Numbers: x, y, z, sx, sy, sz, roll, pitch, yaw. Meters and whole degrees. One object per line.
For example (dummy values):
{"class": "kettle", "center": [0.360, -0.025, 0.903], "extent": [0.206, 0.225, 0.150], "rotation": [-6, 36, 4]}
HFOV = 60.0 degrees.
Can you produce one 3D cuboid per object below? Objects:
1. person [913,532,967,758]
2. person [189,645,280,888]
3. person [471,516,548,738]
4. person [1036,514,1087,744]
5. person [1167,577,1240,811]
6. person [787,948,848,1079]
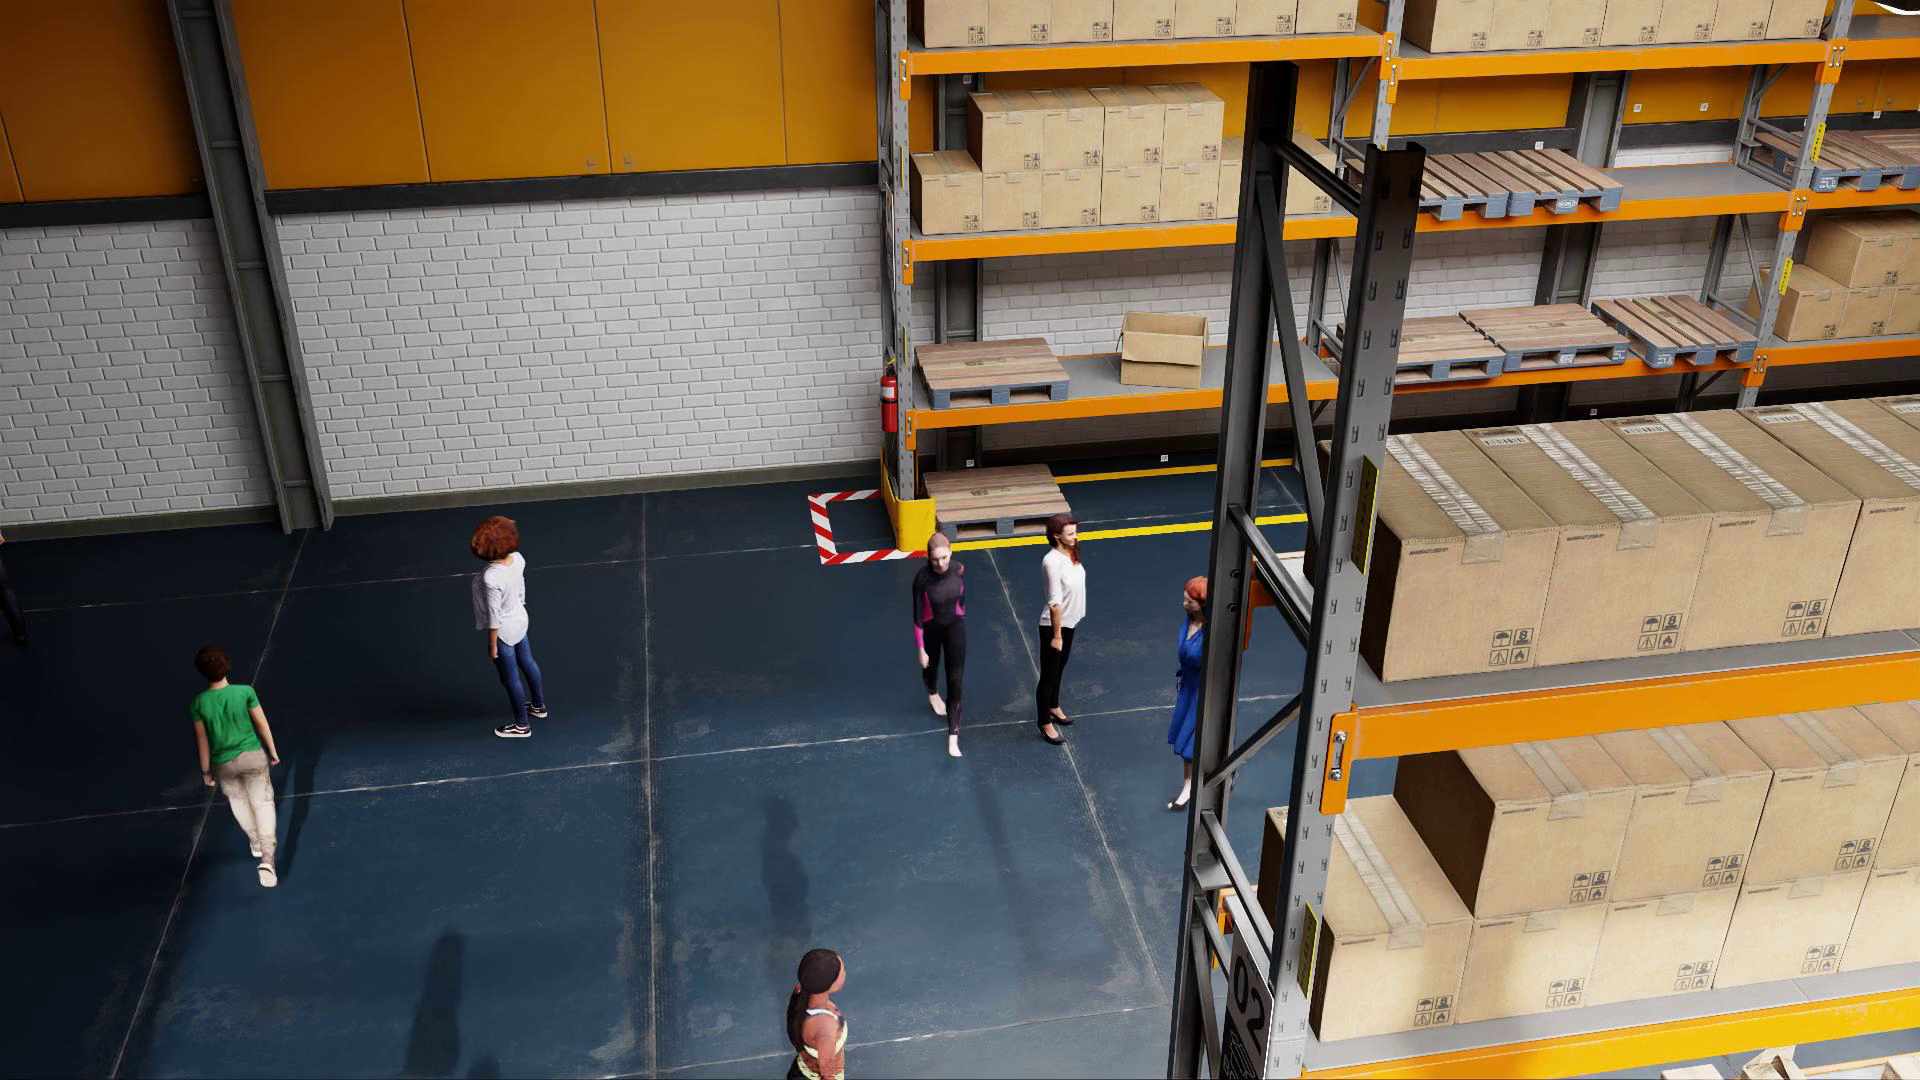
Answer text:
{"class": "person", "center": [-0.142, 0.649, 11.925], "extent": [1.045, 1.676, 0.689], "rotation": [-10, 30, -18]}
{"class": "person", "center": [-4.548, 1.449, 10.508], "extent": [1.033, 1.629, 0.833], "rotation": [-11, 31, -20]}
{"class": "person", "center": [-3.240, 0.612, 11.954], "extent": [0.759, 1.714, 0.748], "rotation": [8, 30, 14]}
{"class": "person", "center": [0.696, 0.610, 11.875], "extent": [0.687, 1.794, 0.688], "rotation": [10, 30, 18]}
{"class": "person", "center": [1.669, 1.041, 11.059], "extent": [0.759, 1.817, 0.625], "rotation": [-5, 29, -9]}
{"class": "person", "center": [-0.765, 2.715, 8.072], "extent": [0.763, 1.739, 0.690], "rotation": [-18, 33, -29]}
